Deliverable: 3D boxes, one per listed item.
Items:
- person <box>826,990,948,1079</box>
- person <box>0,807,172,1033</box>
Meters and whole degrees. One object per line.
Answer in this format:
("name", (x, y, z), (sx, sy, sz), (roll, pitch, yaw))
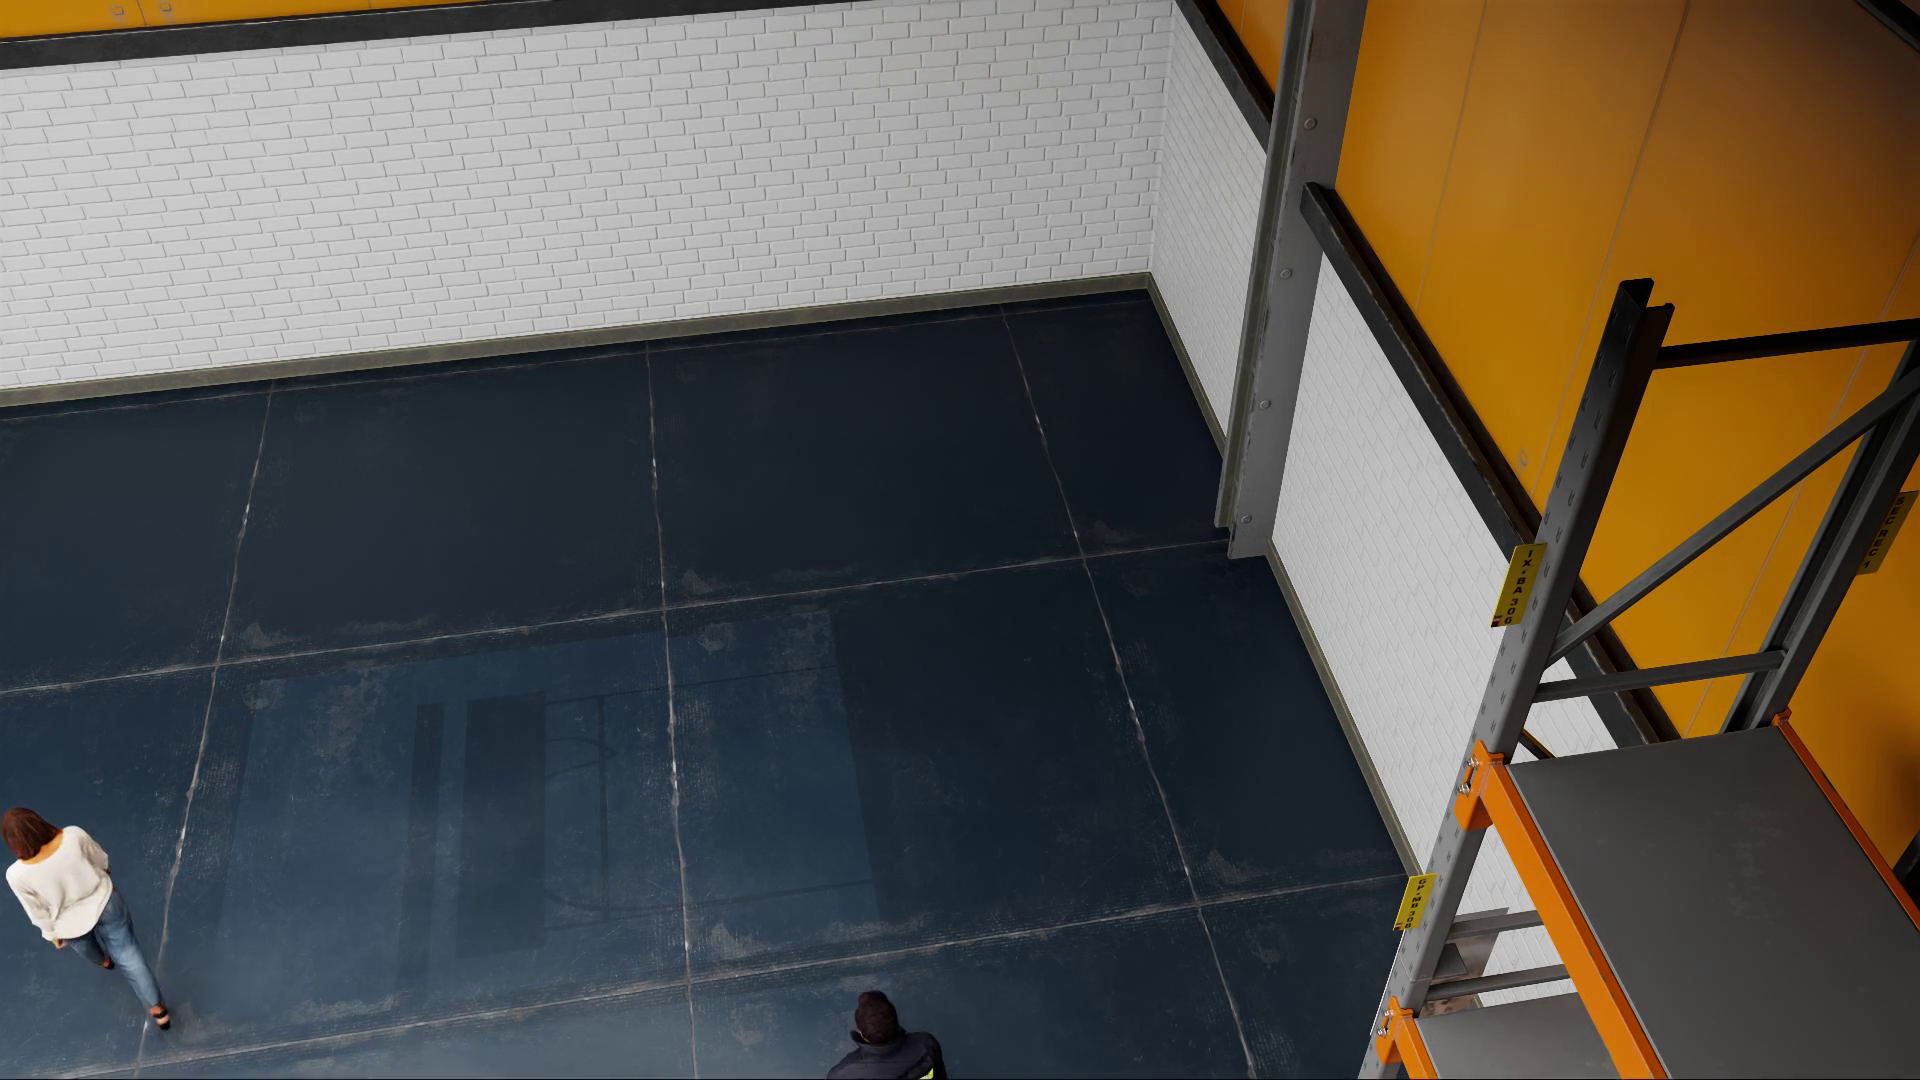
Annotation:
("person", (-0.301, 2.794, 7.810), (0.942, 1.889, 1.278), (-15, 46, -15))
("person", (-4.590, 2.017, 8.812), (0.995, 1.632, 1.175), (-33, 53, -30))
